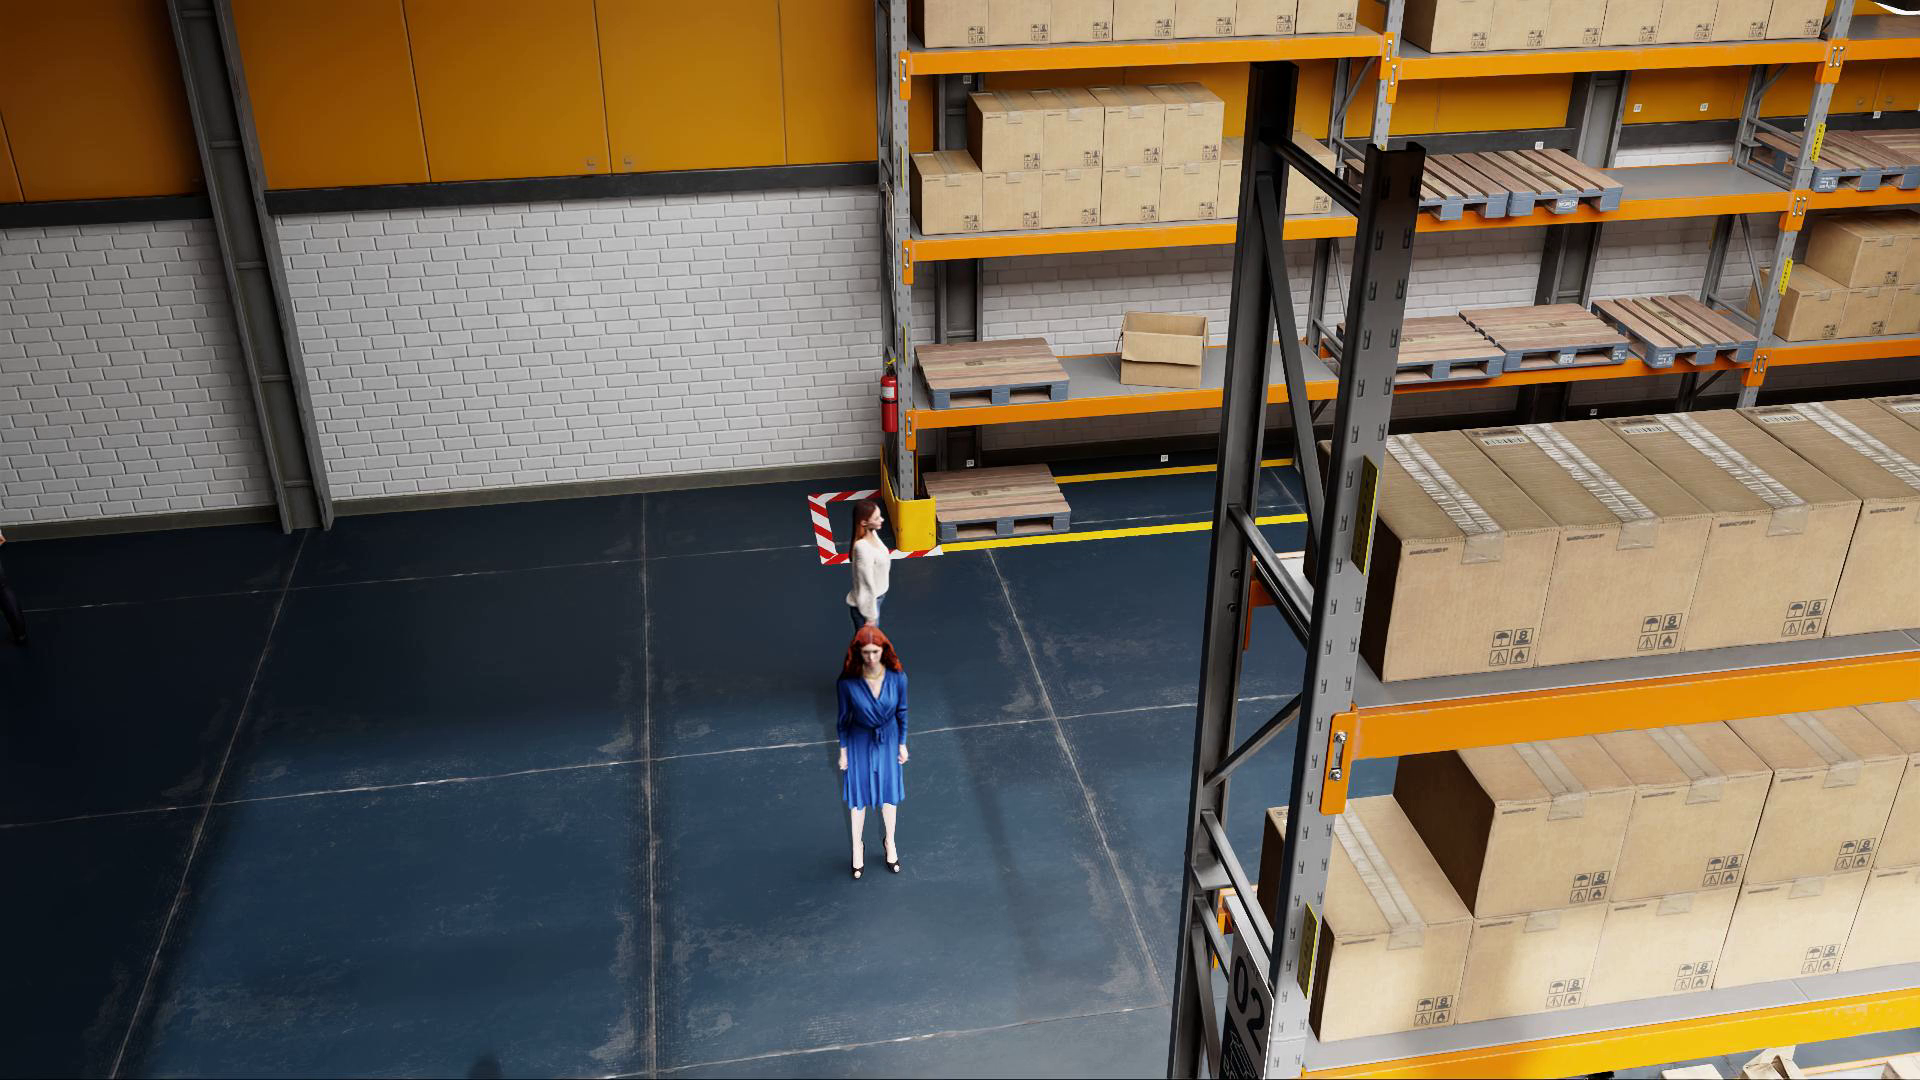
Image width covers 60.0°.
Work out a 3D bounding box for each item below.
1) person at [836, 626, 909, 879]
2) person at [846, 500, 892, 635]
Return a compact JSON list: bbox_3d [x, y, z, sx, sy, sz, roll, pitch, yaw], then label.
[{"bbox_3d":[-0.547,1.333,10.513,0.493,1.829,0.662,-5,29,-10],"label":"person"},{"bbox_3d":[-0.682,0.466,12.246,0.617,1.691,0.664,1,29,1],"label":"person"}]
